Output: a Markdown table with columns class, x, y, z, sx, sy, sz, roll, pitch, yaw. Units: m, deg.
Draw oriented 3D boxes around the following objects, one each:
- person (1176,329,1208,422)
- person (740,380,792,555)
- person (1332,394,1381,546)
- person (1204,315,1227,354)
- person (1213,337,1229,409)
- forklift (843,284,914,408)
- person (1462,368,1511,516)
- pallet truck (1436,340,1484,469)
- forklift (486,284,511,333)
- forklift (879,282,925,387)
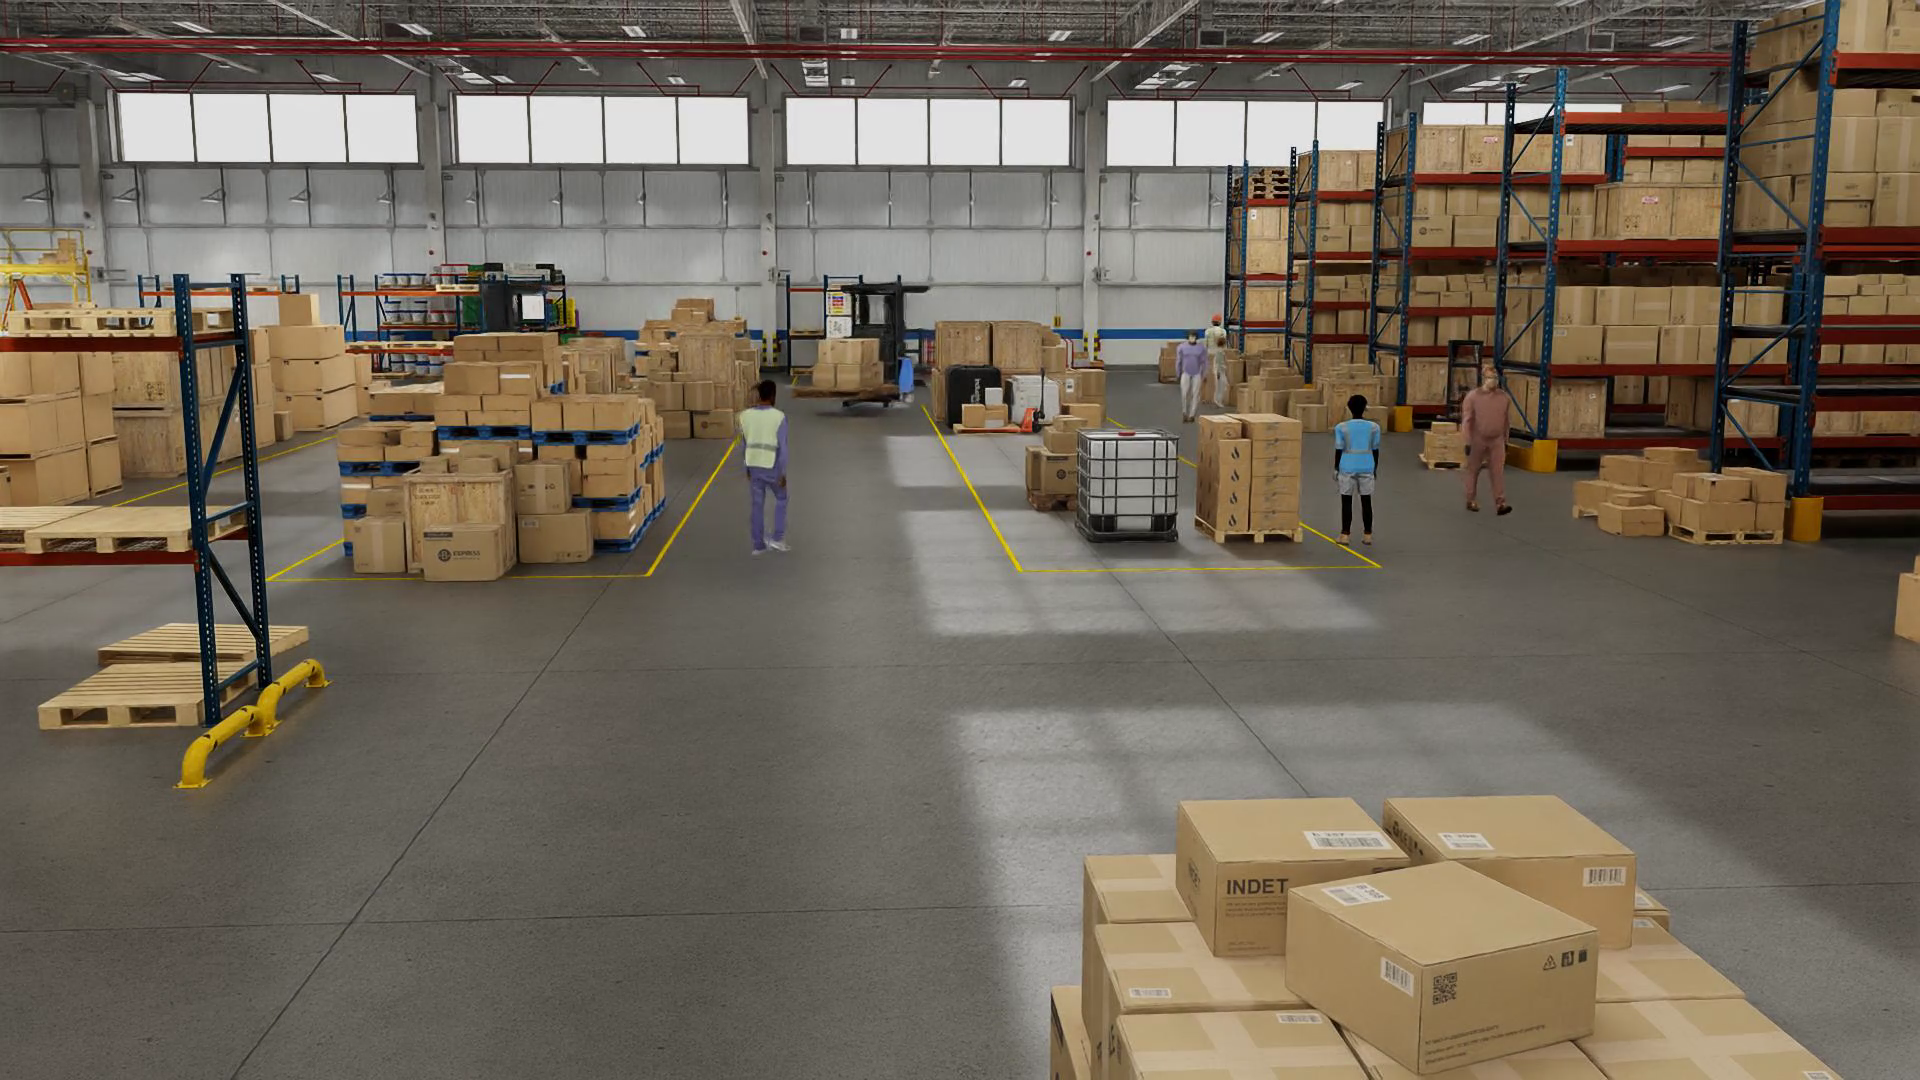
| class | x | y | z | sx | sy | sz | roll | pitch | yaw |
| --- | --- | --- | --- | --- | --- | --- | --- | --- | --- |
| person | 4.751 | -3.346 | 34.049 | 0.655 | 1.914 | 0.803 | 1 | 9 | 6 |
| person | -2.088 | -0.792 | 18.100 | 0.594 | 1.900 | 0.588 | 3 | 10 | 20 |
| person | 4.434 | -0.781 | 18.626 | 0.540 | 1.698 | 0.317 | -1 | 9 | -5 |
| person | 6.686 | -4.881 | 43.447 | 0.610 | 1.996 | 0.378 | 5 | 10 | 30 |
| person | 5.928 | -3.774 | 37.628 | 0.396 | 1.621 | 0.543 | 1 | 9 | 9 |
| forklift | -1.846 | -4.503 | 38.304 | 1.129 | 2.768 | 1.873 | 3 | 10 | 19 |
| person | 6.669 | -1.240 | 21.014 | 0.673 | 1.851 | 0.981 | -1 | 9 | -5 |
| pallet truck | 8.004 | -2.170 | 26.422 | 0.823 | 1.965 | 1.885 | 2 | 9 | 14 |
| forklift | -10.054 | -4.217 | 36.511 | 1.873 | 2.768 | 1.129 | -1 | 9 | -4 |
| forklift | -1.912 | -5.549 | 44.870 | 1.873 | 2.768 | 1.129 | -1 | 9 | -4 |
